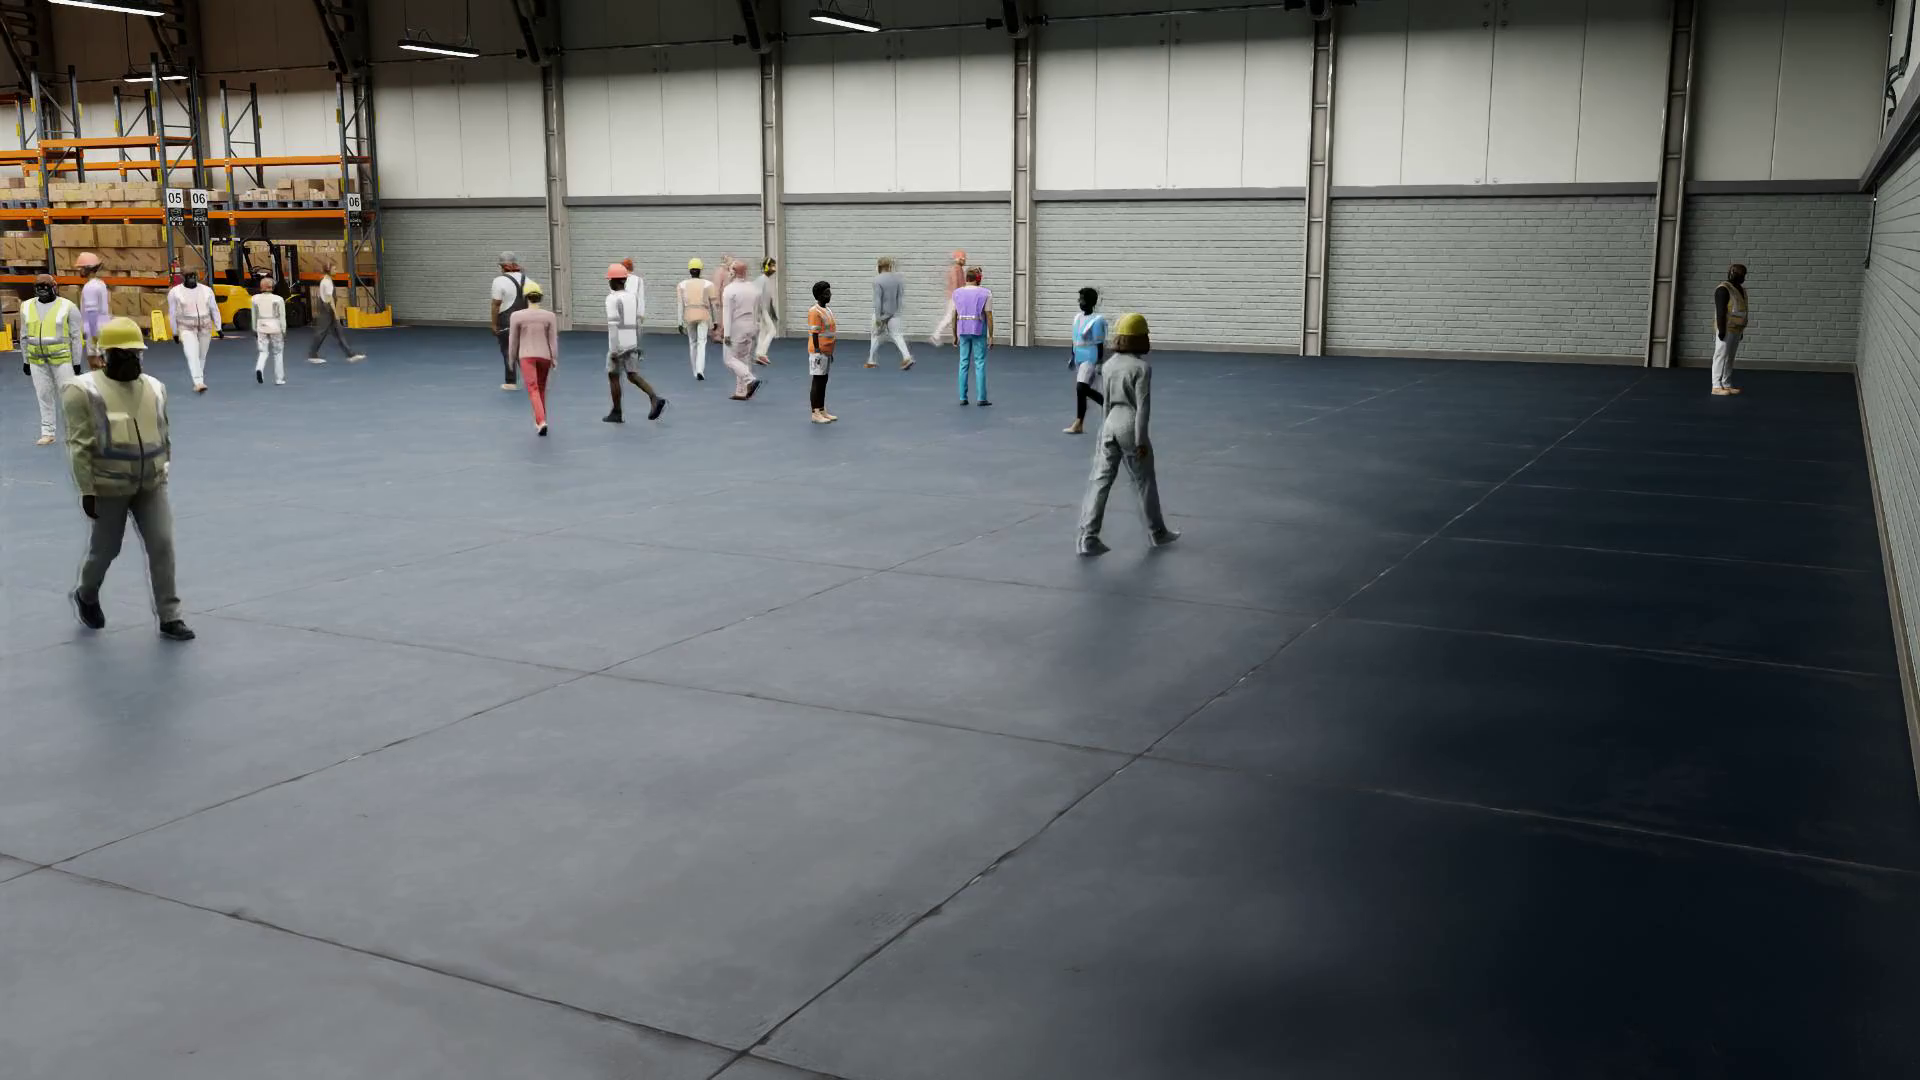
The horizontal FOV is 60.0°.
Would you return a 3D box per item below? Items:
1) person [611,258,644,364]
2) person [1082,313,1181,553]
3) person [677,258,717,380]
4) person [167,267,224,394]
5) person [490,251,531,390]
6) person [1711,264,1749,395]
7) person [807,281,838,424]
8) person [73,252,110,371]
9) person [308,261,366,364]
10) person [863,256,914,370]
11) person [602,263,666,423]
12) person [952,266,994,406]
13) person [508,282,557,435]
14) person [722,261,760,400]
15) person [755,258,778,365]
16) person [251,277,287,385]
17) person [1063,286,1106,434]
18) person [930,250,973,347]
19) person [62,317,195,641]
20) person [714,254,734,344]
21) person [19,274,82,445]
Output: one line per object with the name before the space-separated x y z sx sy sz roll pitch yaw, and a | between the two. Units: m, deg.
person | -5.774 -3.994 29.073 0.577 1.849 0.945 -9 14 -41
person | 1.203 -0.757 11.806 0.892 1.689 0.501 -8 13 -39
person | -4.131 -3.458 26.051 0.585 1.886 0.976 0 10 1
person | -10.863 -2.980 23.677 0.637 1.794 0.951 -9 14 -40
person | -6.551 -3.195 24.167 0.538 2.000 0.684 6 12 31
person | 10.883 -2.964 23.475 0.619 1.837 0.430 -8 13 -38
person | -1.652 -2.247 19.940 0.318 1.696 0.532 2 11 13
person | -11.368 -2.794 22.042 0.757 2.024 0.611 -2 11 -13
person | -10.978 -3.967 29.063 0.987 1.791 0.534 -3 11 -18
person | -1.179 -3.779 27.771 0.992 1.901 0.643 9 14 41
person | -3.932 -2.332 19.811 0.791 1.918 0.552 5 12 27
person | 0.163 -2.682 21.904 0.573 1.841 0.372 4 11 20
person | -4.809 -2.055 18.840 0.530 1.728 0.882 -6 12 -29
person | -2.945 -2.812 22.484 0.570 1.897 0.641 7 12 32
person | -3.359 -3.942 28.783 0.490 1.840 0.533 0 10 0
person | -10.314 -3.103 24.803 0.528 1.619 0.550 -1 10 -3
person | 1.508 -2.052 18.936 0.755 1.671 0.533 -5 11 -23
person | -0.116 -4.841 33.396 0.979 1.962 0.624 5 11 23
person | -4.689 -0.345 9.287 0.841 1.802 0.590 8 13 37
person | -4.743 -4.951 34.248 0.991 1.853 0.666 5 12 26
person | -9.727 -1.923 17.810 0.626 1.837 0.430 -1 10 -4
